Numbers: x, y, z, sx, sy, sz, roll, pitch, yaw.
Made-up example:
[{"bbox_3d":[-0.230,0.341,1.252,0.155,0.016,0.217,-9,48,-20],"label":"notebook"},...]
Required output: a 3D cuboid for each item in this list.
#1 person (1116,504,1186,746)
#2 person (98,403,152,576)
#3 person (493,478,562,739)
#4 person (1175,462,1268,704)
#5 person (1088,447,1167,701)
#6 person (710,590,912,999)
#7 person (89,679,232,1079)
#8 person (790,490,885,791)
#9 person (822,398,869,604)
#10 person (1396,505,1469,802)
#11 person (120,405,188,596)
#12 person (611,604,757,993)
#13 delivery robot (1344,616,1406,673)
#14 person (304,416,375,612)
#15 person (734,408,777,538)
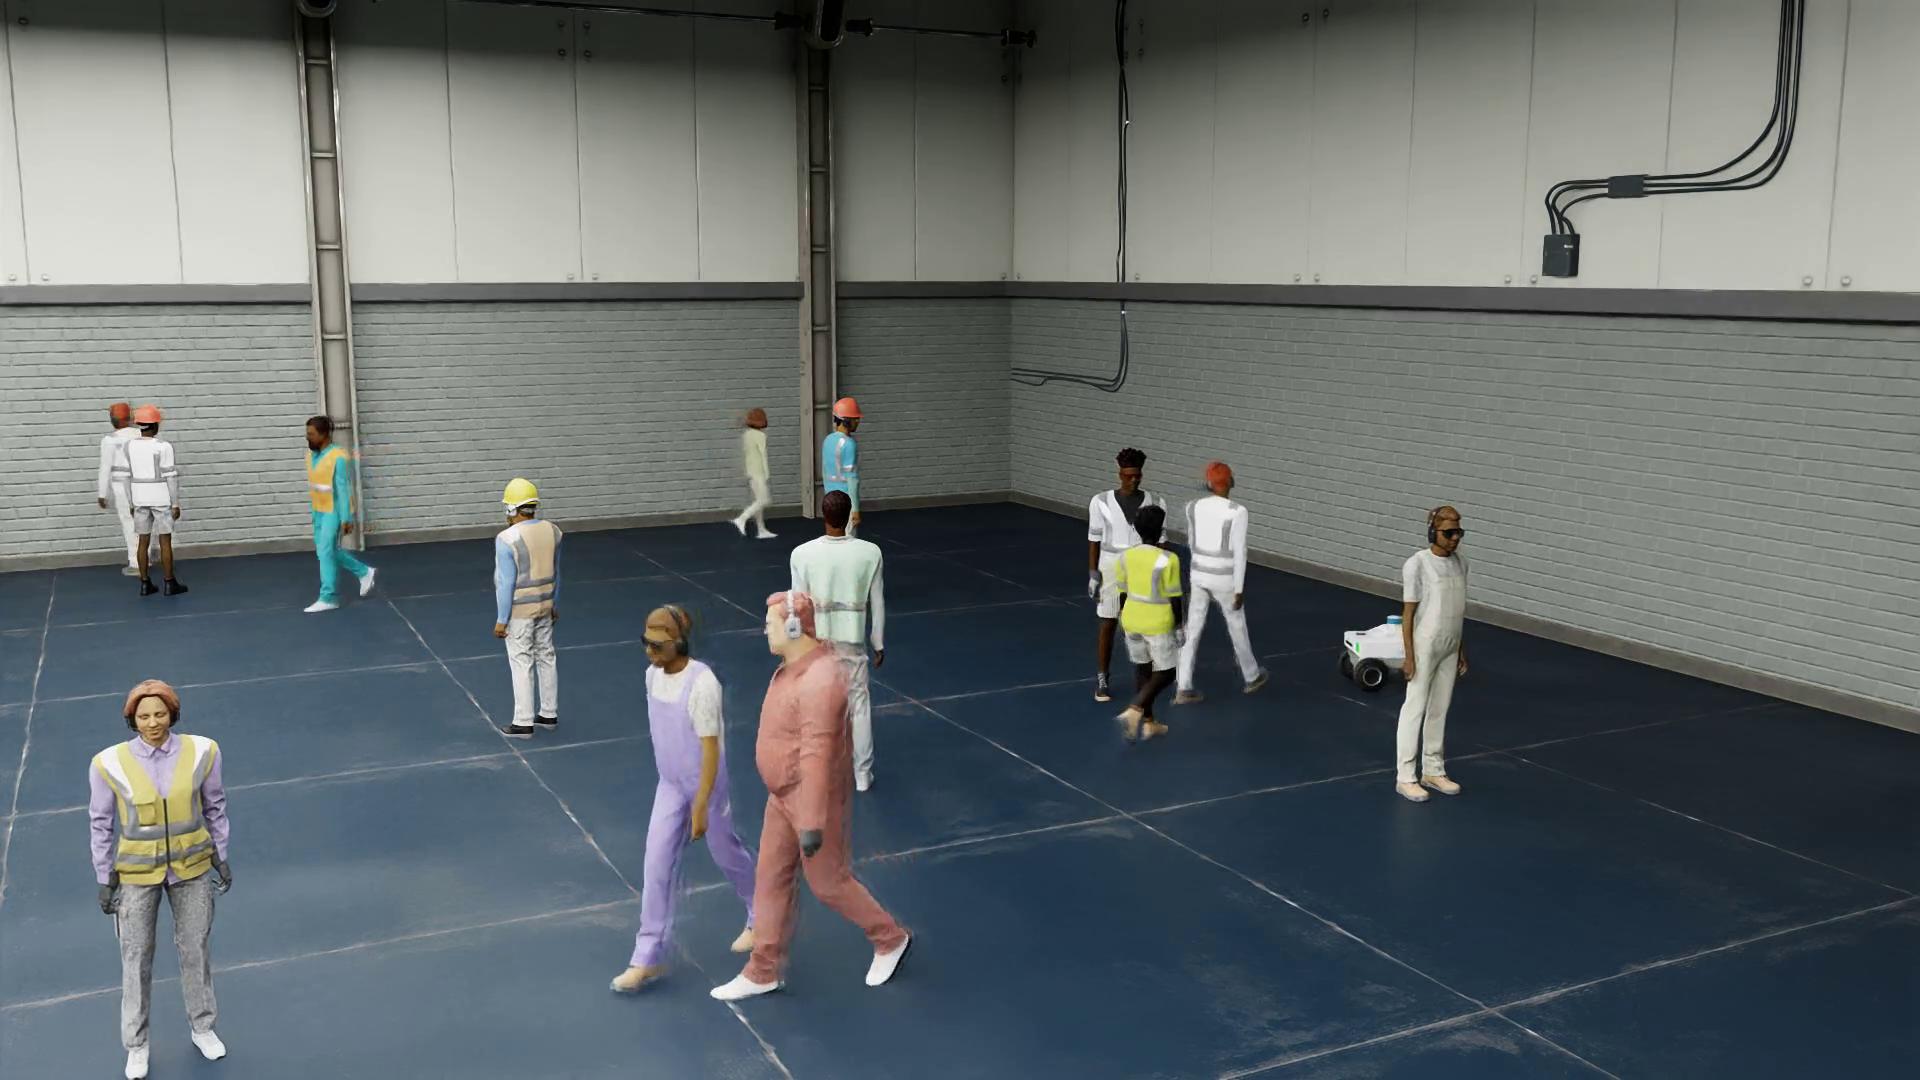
[{"bbox_3d":[1.271,0.593,11.444,0.602,1.684,0.540,-9,13,-43],"label":"person"},{"bbox_3d":[-8.979,-0.544,17.874,0.497,1.874,0.616,5,10,26],"label":"person"},{"bbox_3d":[-3.062,0.477,11.726,0.404,1.831,0.600,5,10,28],"label":"person"},{"bbox_3d":[1.987,0.314,12.760,0.580,1.825,0.988,8,12,40],"label":"person"},{"bbox_3d":[1.276,0.263,12.674,0.607,1.958,0.377,0,9,0],"label":"person"},{"bbox_3d":[-0.678,1.149,7.512,0.877,1.867,0.690,-4,10,-22],"label":"person"},{"bbox_3d":[-3.262,1.370,6.821,0.517,1.639,0.313,-6,11,-34],"label":"person"},{"bbox_3d":[-0.762,0.643,10.444,0.597,1.917,0.374,-2,9,-12],"label":"person"},{"bbox_3d":[-1.123,-0.377,16.343,0.395,2.042,0.611,-5,10,-28],"label":"person"},{"bbox_3d":[2.956,0.694,10.349,0.508,1.844,0.336,-5,11,-29],"label":"person"},{"bbox_3d":[-8.137,-0.396,16.785,0.545,1.938,0.362,0,9,3],"label":"person"},{"bbox_3d":[-1.218,1.146,7.761,0.501,1.798,0.956,7,12,37],"label":"person"},{"bbox_3d":[3.415,0.841,13.127,0.707,0.478,0.477,-1,9,-4],"label":"delivery robot"},{"bbox_3d":[-6.072,-0.271,16.163,0.594,1.899,0.723,8,12,40],"label":"person"},{"bbox_3d":[-2.495,-0.802,20.240,0.528,1.619,0.512,-5,11,-29],"label":"person"}]
